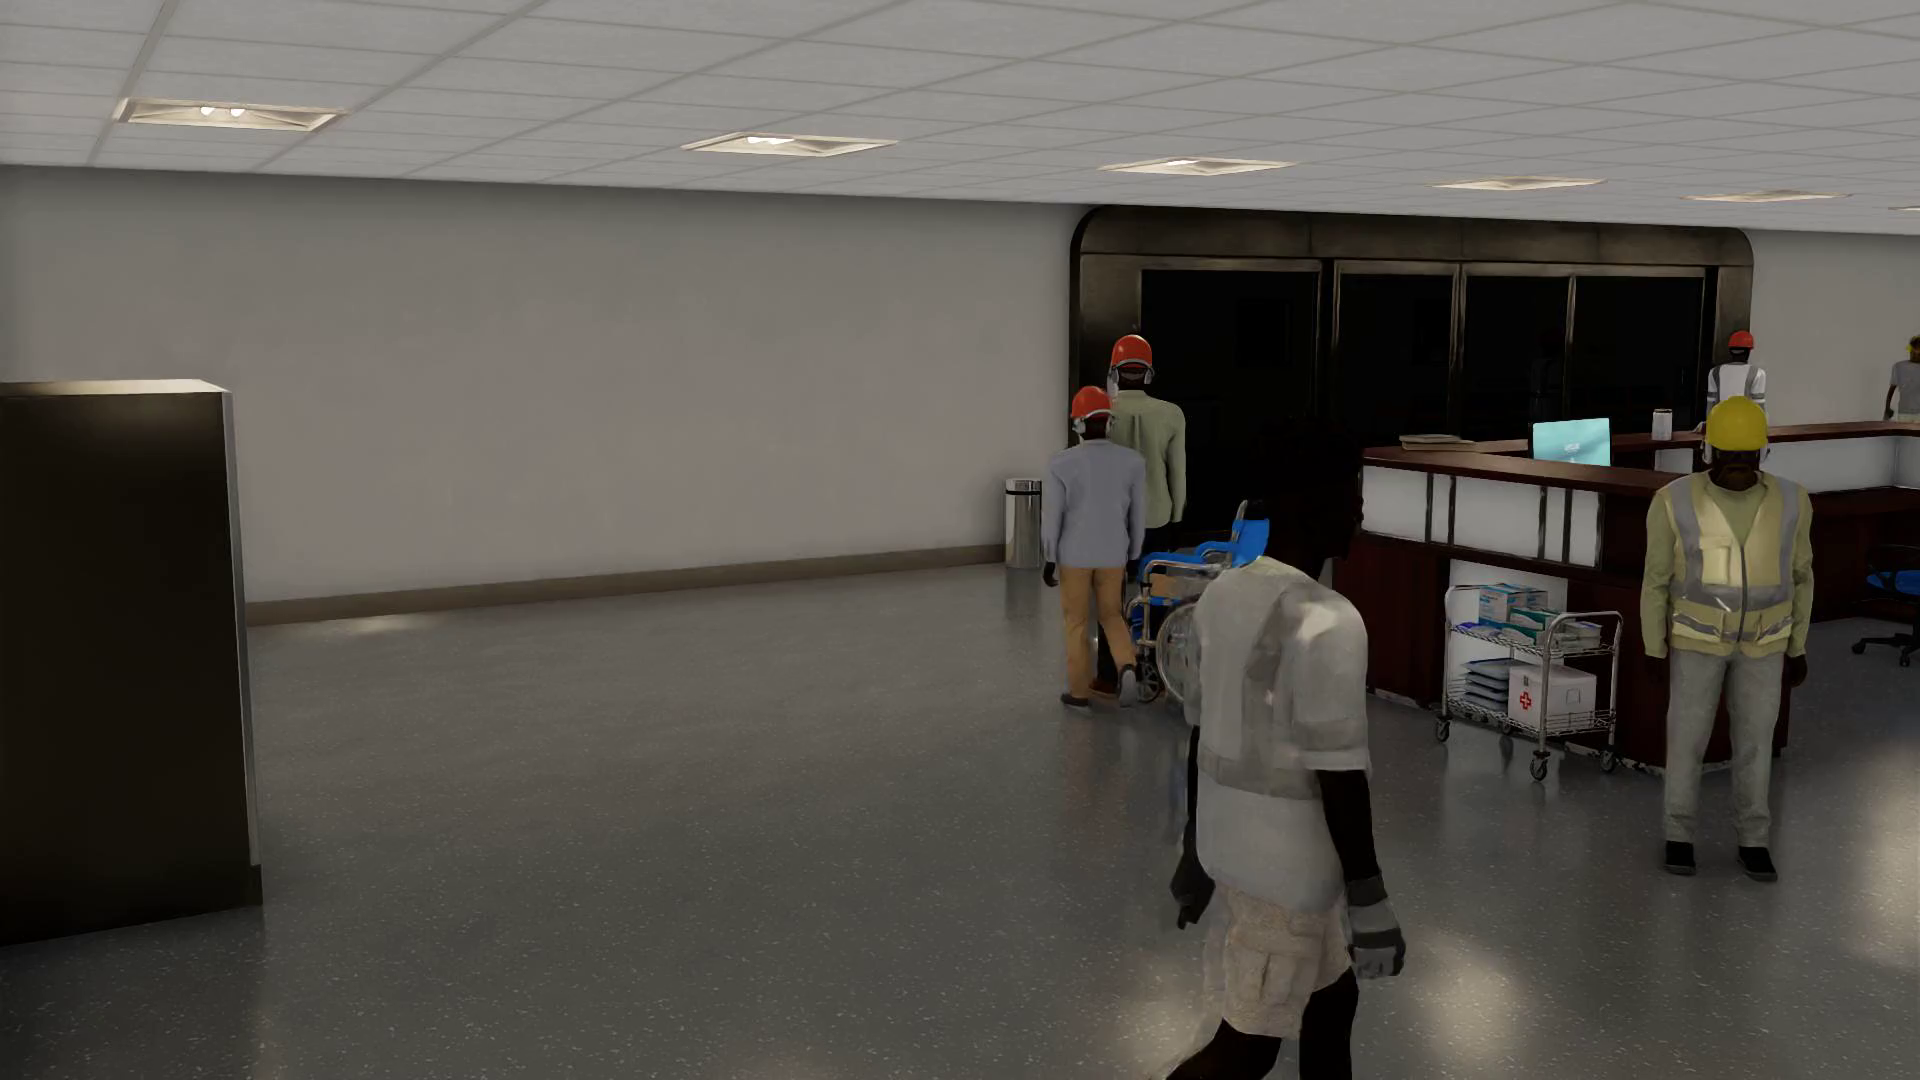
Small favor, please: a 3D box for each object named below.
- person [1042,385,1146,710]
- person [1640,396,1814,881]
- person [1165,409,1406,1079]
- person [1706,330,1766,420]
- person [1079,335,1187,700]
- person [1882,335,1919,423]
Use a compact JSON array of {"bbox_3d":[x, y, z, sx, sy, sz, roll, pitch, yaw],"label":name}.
[{"bbox_3d":[0.706,0.060,8.720,0.567,1.738,0.547,-2,8,-17],"label":"person"},{"bbox_3d":[2.866,0.368,6.235,0.601,1.818,0.404,1,8,10],"label":"person"},{"bbox_3d":[0.626,0.679,3.604,0.959,1.930,0.602,-1,8,-9],"label":"person"},{"bbox_3d":[7.708,-1.111,16.531,0.547,1.933,0.384,7,11,43],"label":"person"},{"bbox_3d":[0.933,-0.117,9.087,0.608,1.995,0.377,-1,8,-7],"label":"person"},{"bbox_3d":[11.065,-1.460,19.357,0.599,1.847,0.411,6,10,36],"label":"person"}]
